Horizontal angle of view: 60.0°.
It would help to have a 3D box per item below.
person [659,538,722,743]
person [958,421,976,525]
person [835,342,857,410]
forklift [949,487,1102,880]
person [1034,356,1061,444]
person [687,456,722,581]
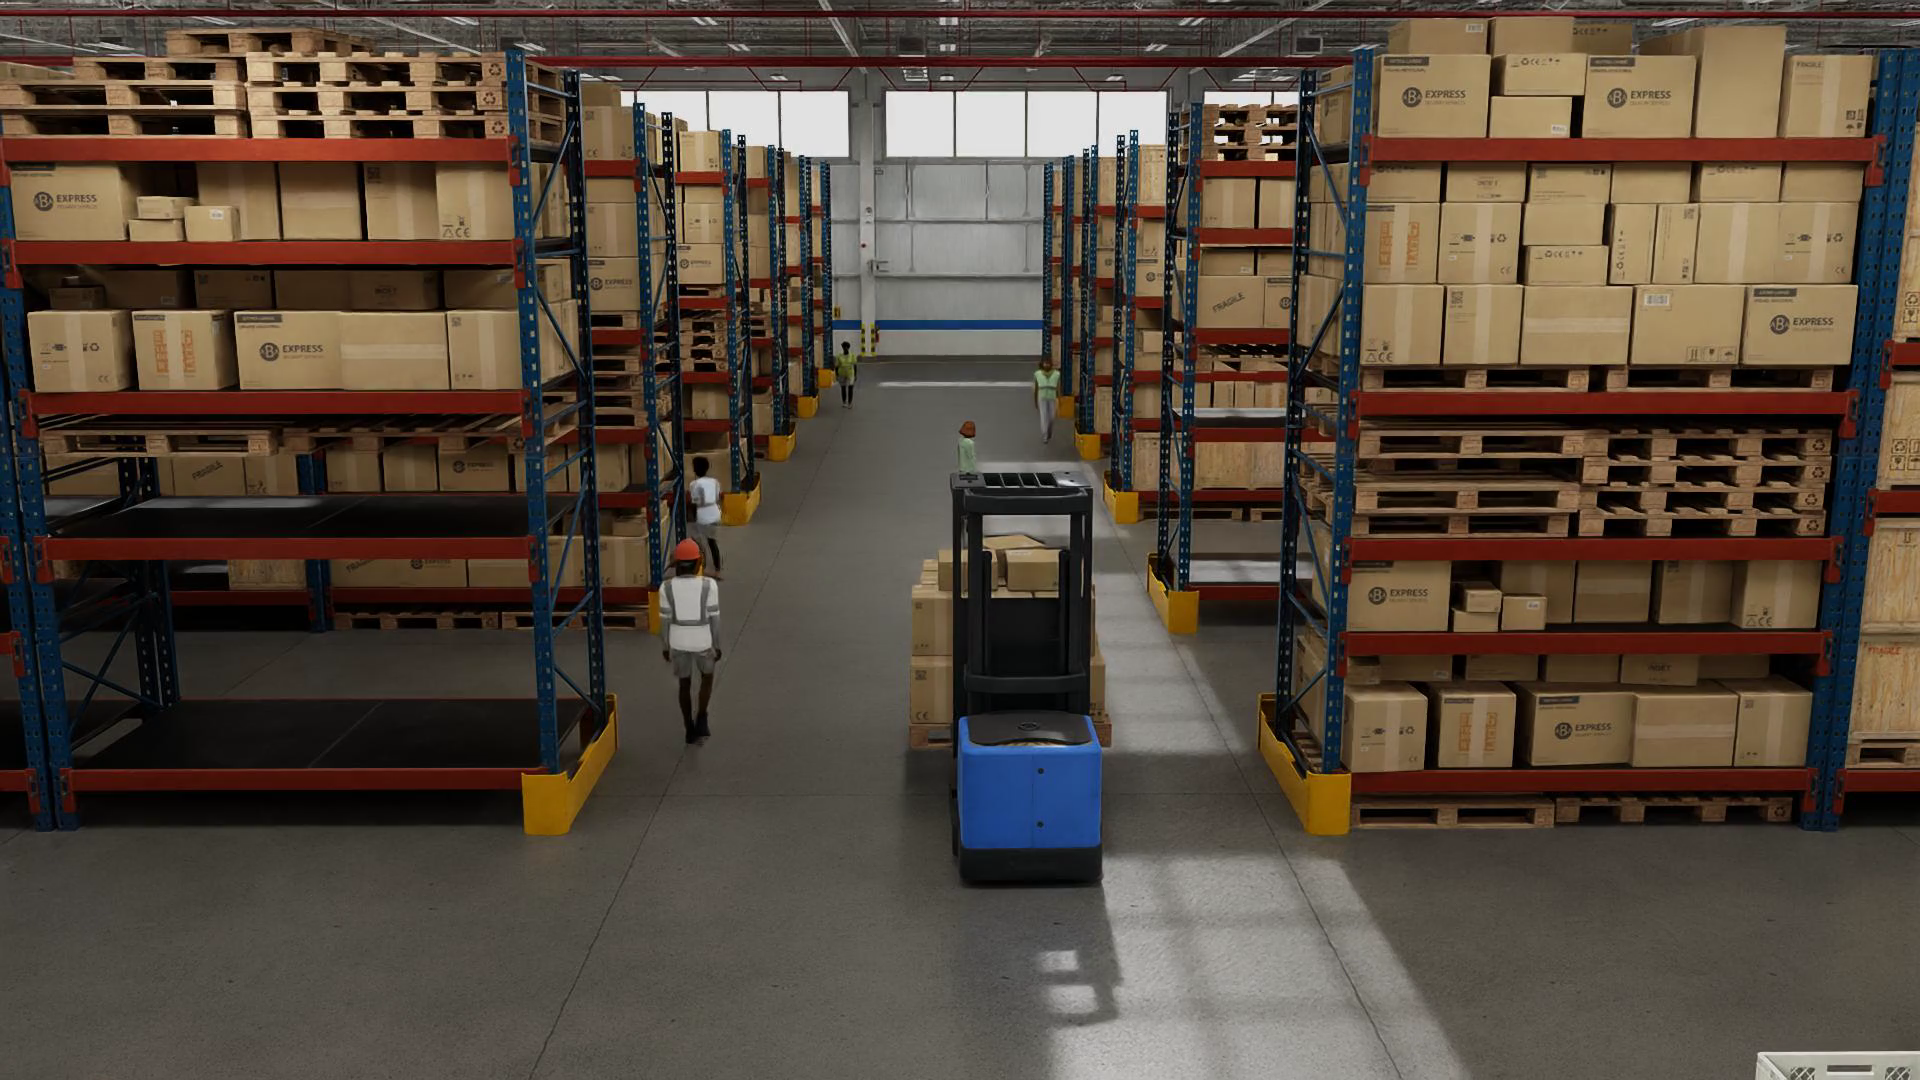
[{"bbox_3d":[-2.495,0.936,15.427,0.566,1.926,0.400,0,11,-2],"label":"person"},{"bbox_3d":[0.125,-1.052,26.016,0.265,1.632,0.508,-5,12,-23],"label":"person"},{"bbox_3d":[-2.787,-4.028,40.728,0.545,1.653,0.879,-1,11,-3],"label":"person"},{"bbox_3d":[0.495,0.986,12.813,1.129,2.768,1.873,0,11,-2],"label":"forklift"},{"bbox_3d":[1.831,-2.959,34.961,0.578,1.833,0.565,-1,11,-3],"label":"person"},{"bbox_3d":[-3.392,-0.275,22.055,0.519,1.672,0.553,7,14,32],"label":"person"}]
